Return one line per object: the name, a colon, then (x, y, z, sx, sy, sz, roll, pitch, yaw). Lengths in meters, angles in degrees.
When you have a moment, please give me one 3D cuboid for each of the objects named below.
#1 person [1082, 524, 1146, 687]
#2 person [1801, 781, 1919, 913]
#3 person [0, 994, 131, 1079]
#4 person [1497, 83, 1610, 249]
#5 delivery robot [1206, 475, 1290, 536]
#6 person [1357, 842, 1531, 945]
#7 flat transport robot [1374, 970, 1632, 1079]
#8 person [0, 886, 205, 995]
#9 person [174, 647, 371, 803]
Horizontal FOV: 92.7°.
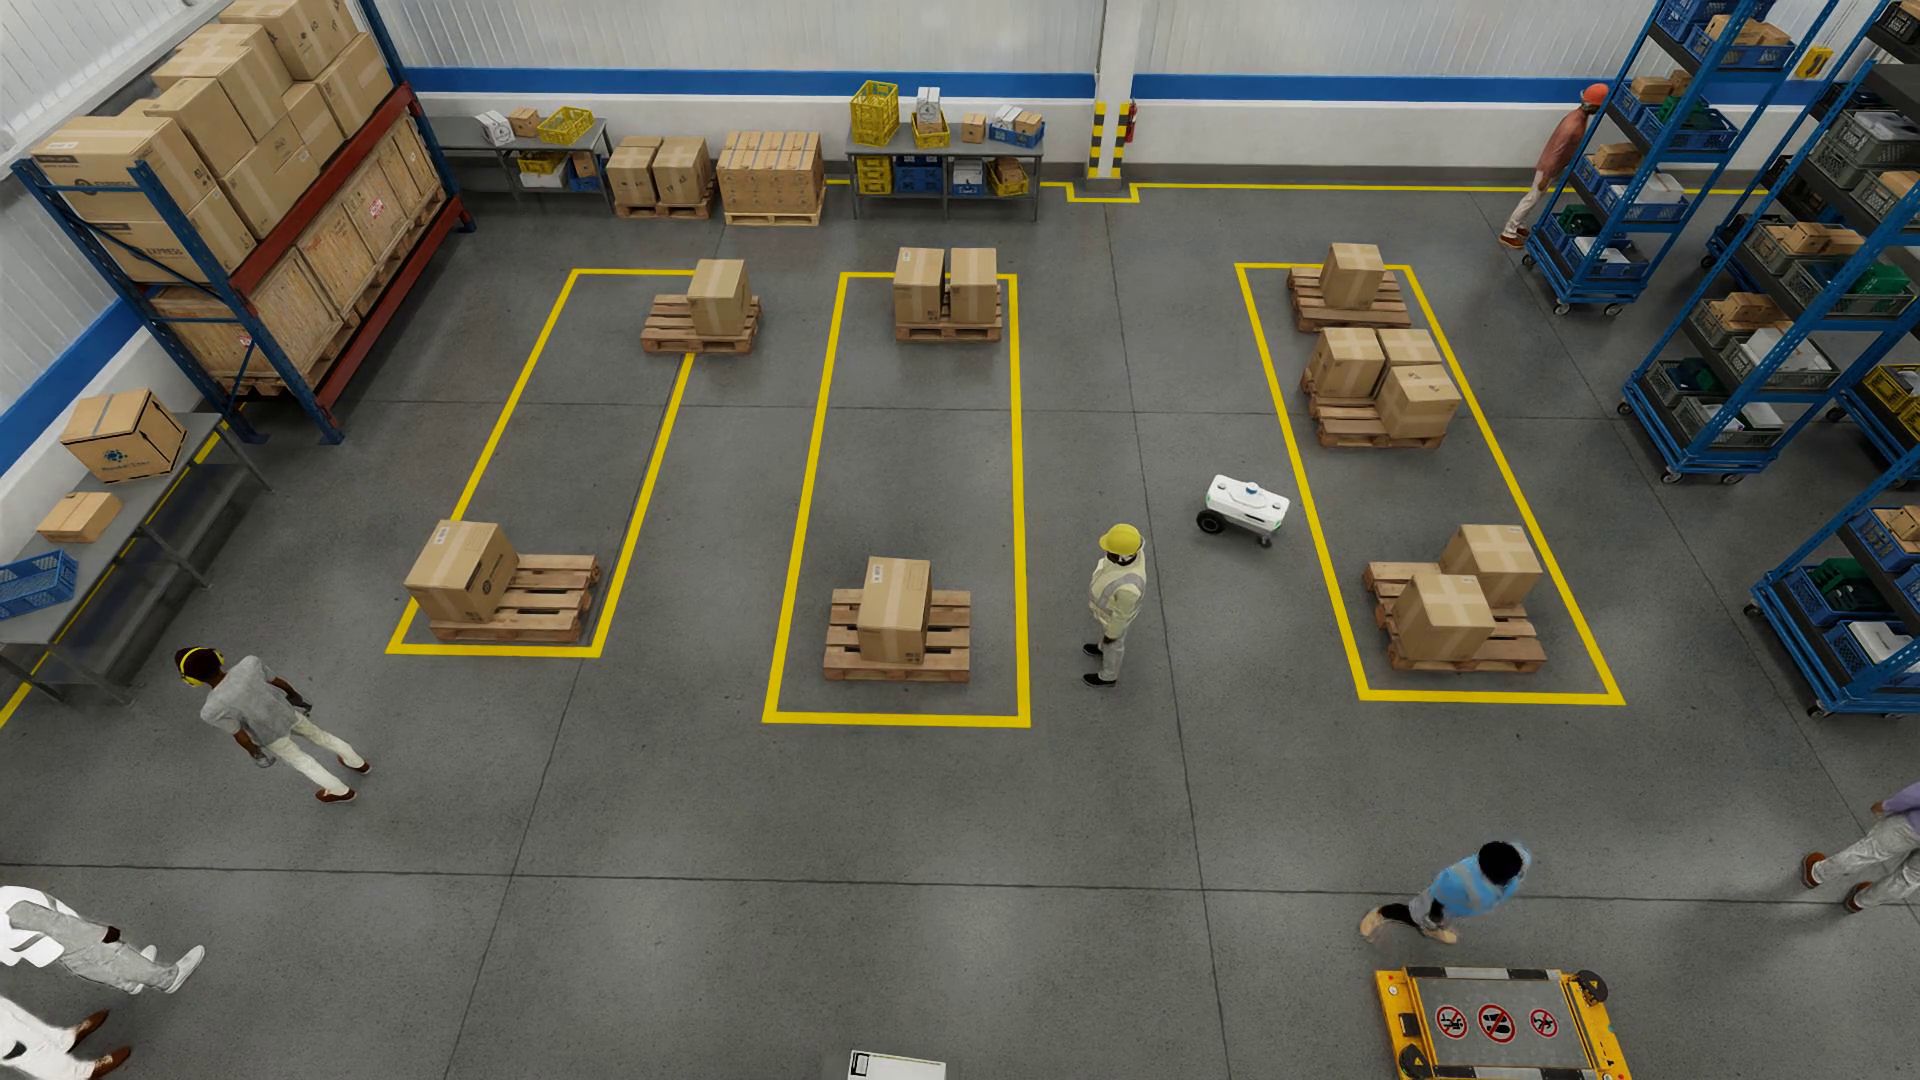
person: (1.179, 0.502, 7.063, 0.404, 1.826, 0.596, 3, 51, 3)
person: (6.270, 1.873, 5.873, 0.377, 1.940, 0.628, -36, 59, -25)
person: (-5.592, 2.713, 5.219, 0.647, 1.897, 0.395, 29, 56, 21)
person: (7.160, -4.483, 11.027, 0.409, 1.987, 0.612, 32, 58, 24)
delivery robot: (2.659, -0.337, 8.502, 0.707, 0.478, 0.477, 22, 54, 17)
person: (3.098, 2.218, 5.767, 0.651, 1.662, 0.385, -16, 53, -13)
flat transport robot: (3.501, 3.133, 5.914, 1.431, 0.197, 0.652, 1, 51, 1)
person: (-5.435, 2.361, 5.487, 0.593, 1.922, 0.392, 1, 51, 1)
person: (-4.766, 1.301, 6.384, 0.309, 1.868, 0.535, 8, 51, 6)
